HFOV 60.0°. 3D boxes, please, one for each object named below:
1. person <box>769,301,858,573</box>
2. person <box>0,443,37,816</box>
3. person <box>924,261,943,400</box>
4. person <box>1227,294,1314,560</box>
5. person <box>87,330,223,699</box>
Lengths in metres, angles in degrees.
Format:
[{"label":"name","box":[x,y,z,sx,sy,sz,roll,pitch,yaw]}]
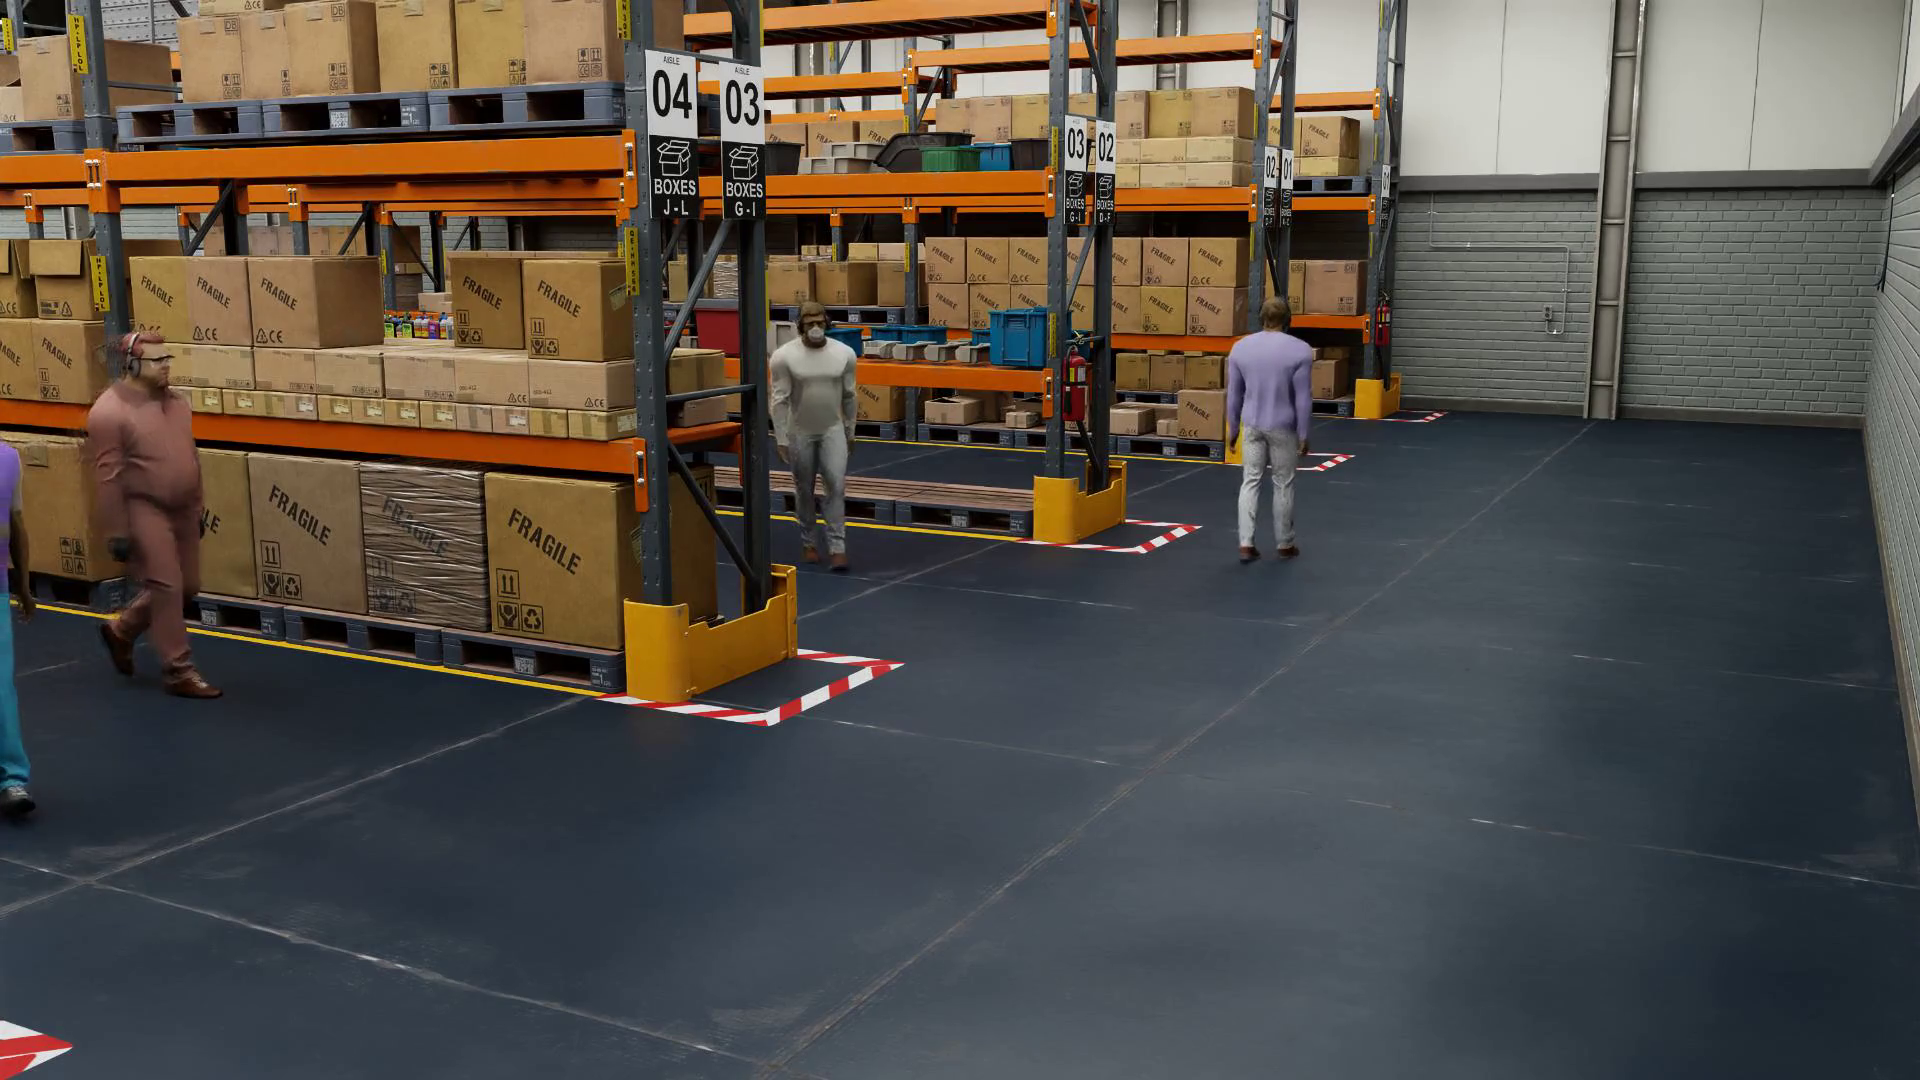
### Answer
[{"label":"person","box":[-1.004,-0.715,11.647,0.637,1.887,0.966,-3,11,-14]},{"label":"person","box":[-4.092,0.222,6.797,0.587,1.793,0.994,-9,14,-40]},{"label":"person","box":[-0.369,-2.423,20.540,0.364,2.048,0.611,4,11,23]},{"label":"person","box":[2.243,-0.803,12.035,0.630,1.945,0.424,6,12,29]},{"label":"person","box":[-4.148,-0.133,8.501,0.741,1.884,0.650,2,11,13]}]
